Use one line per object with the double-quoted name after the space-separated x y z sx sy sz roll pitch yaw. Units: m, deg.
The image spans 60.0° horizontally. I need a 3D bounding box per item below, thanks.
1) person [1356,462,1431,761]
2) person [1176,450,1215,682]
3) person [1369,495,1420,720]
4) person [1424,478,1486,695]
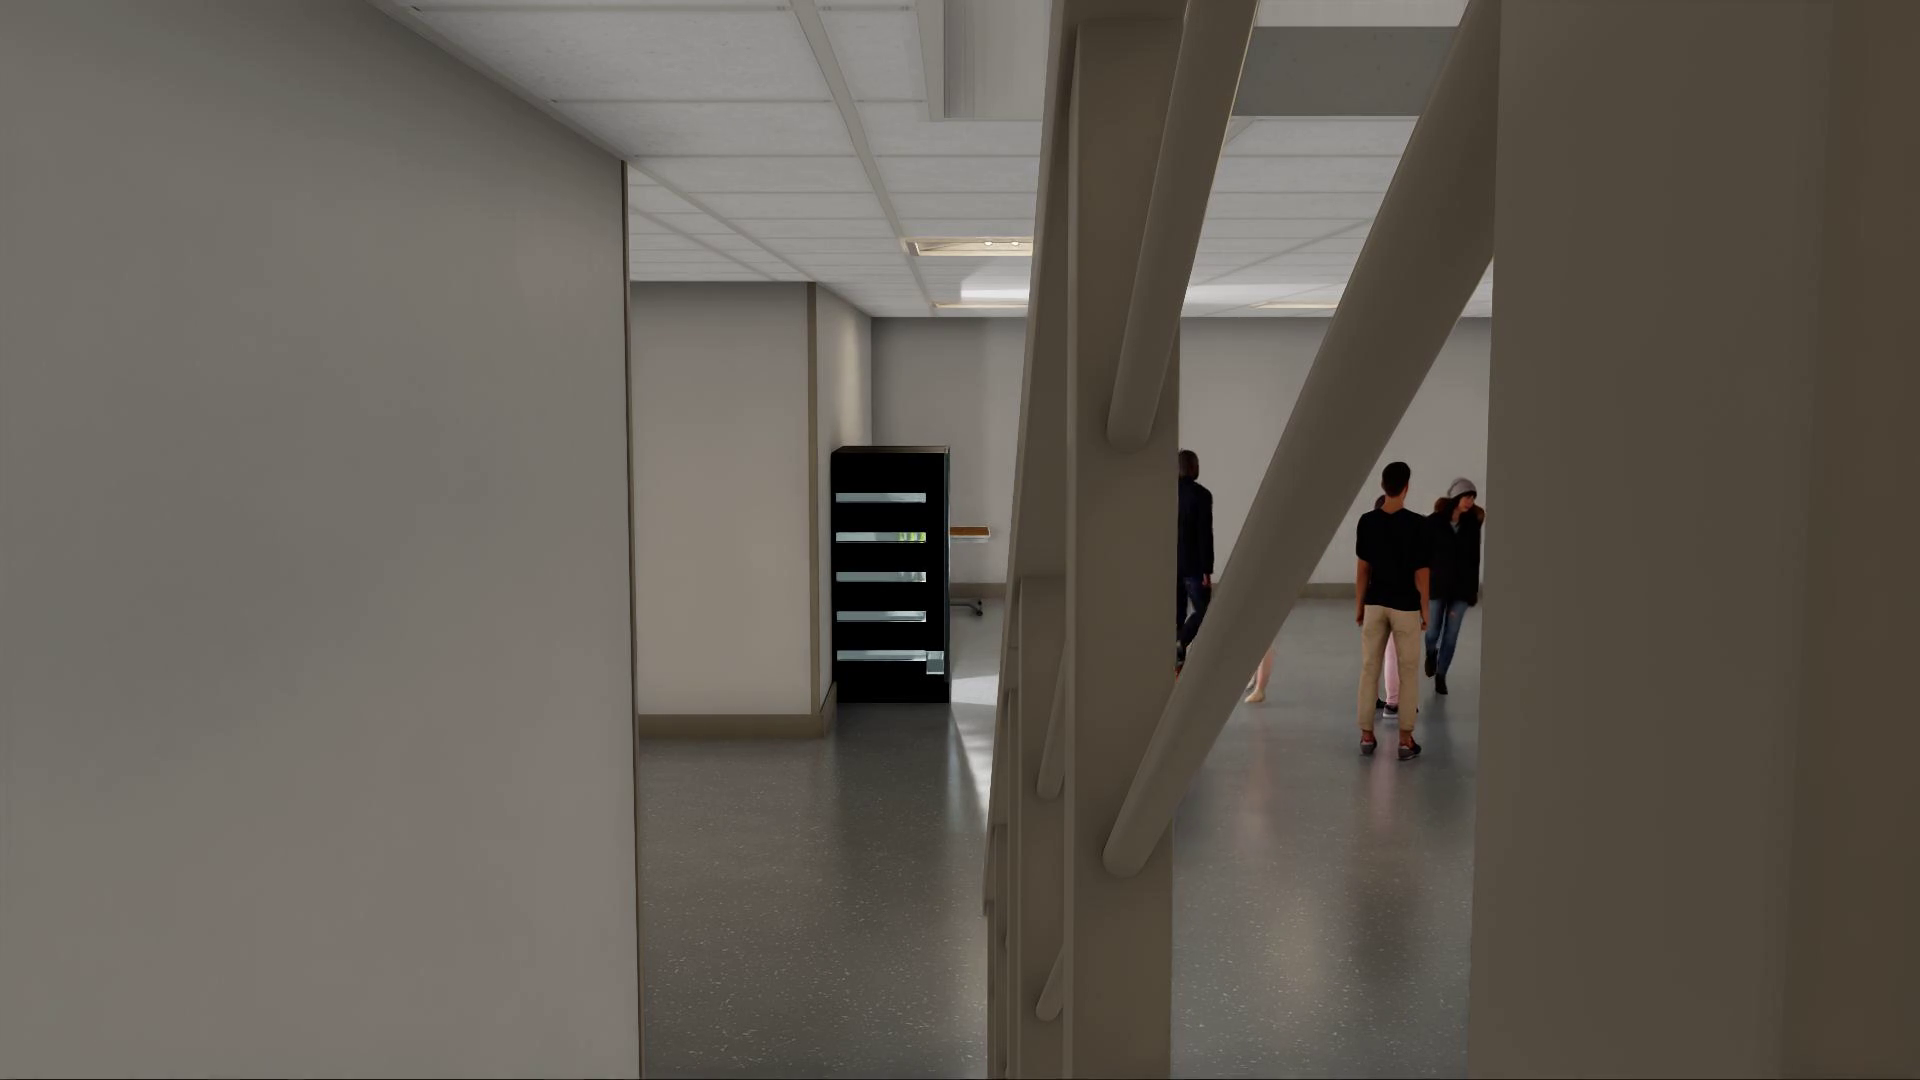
2.712 0.433 10.429 0.700 1.855 0.708 4 7 32 "person"
1.663 0.223 12.765 1.015 1.806 0.955 -5 8 -42 "person"
2.994 0.453 11.694 0.680 1.564 0.575 -3 6 -24 "person"
3.678 0.343 12.541 0.721 1.613 0.863 1 6 11 "person"
